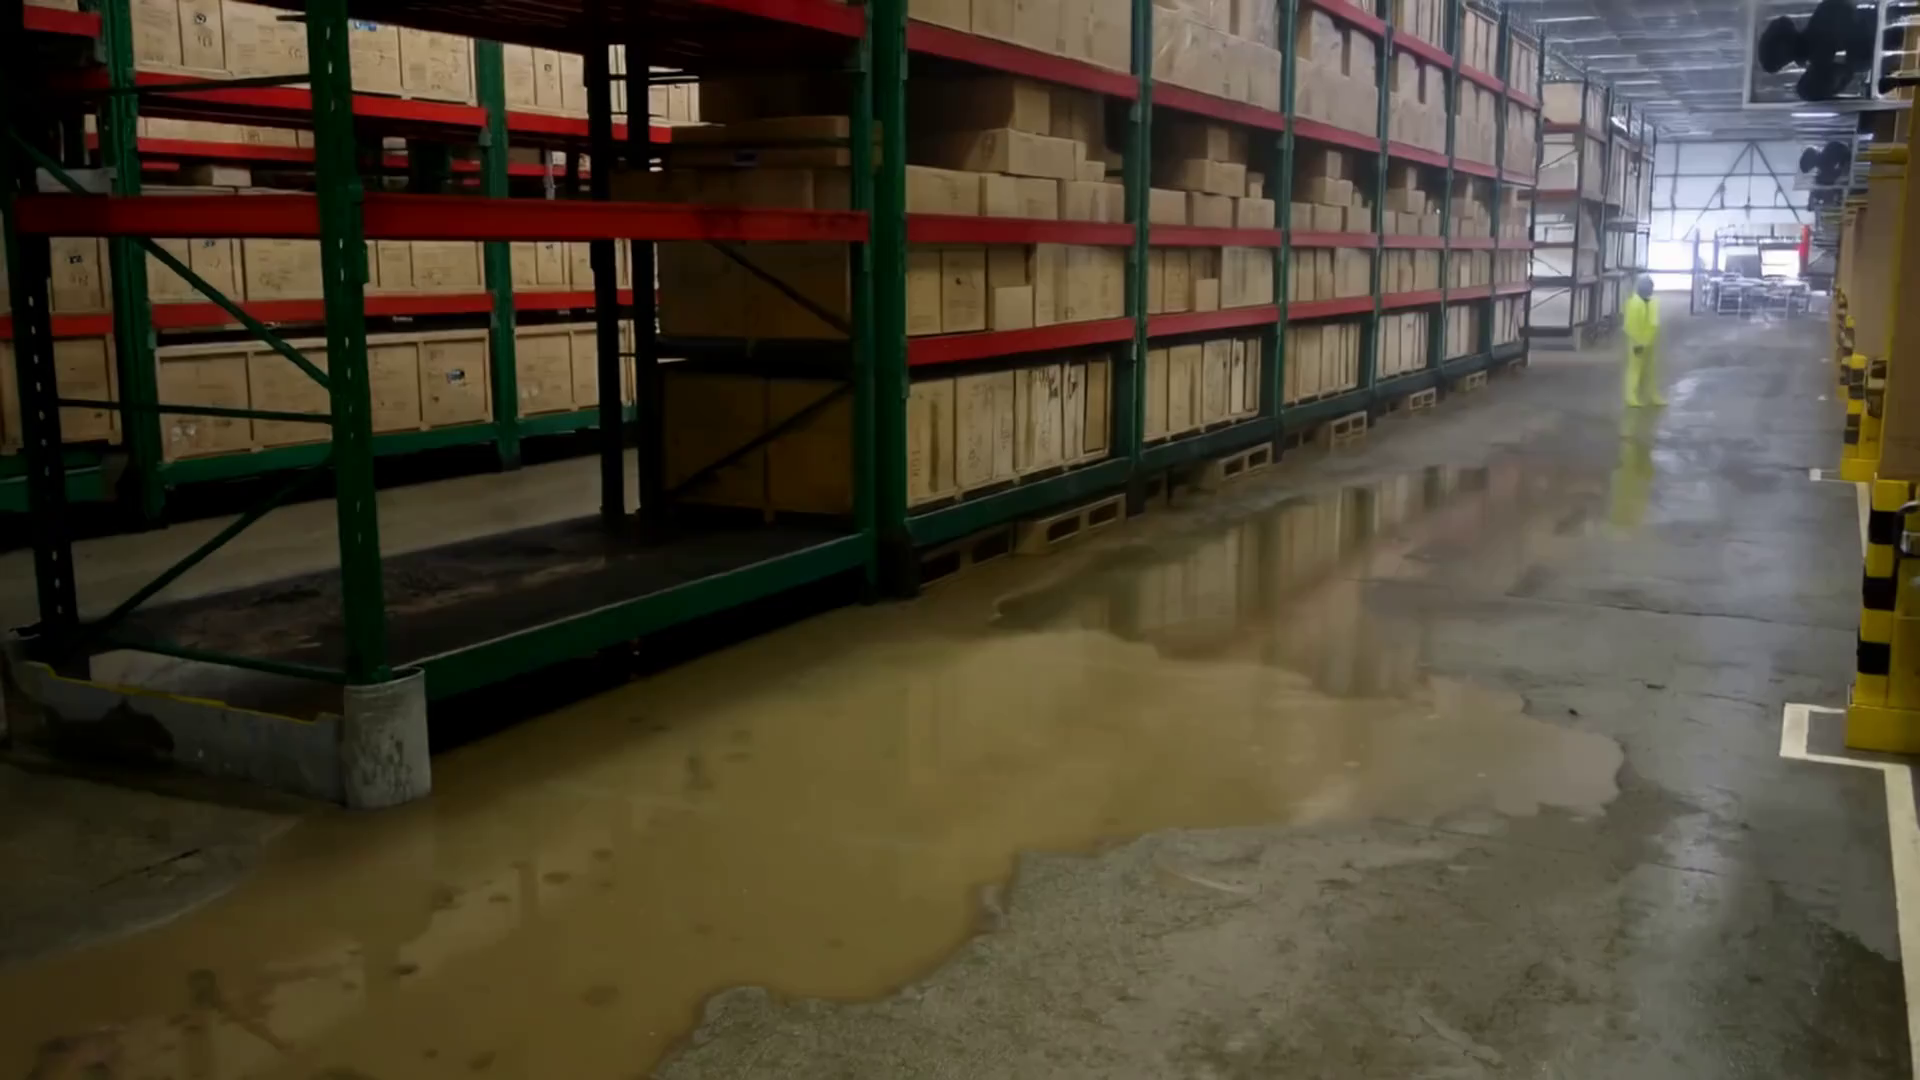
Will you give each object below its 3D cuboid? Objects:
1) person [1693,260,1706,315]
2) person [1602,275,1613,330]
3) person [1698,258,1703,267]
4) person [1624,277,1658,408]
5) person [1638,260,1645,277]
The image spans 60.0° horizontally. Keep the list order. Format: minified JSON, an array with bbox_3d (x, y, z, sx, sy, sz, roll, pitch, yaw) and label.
[{"bbox_3d":[25.876,-8.836,58.224,0.352,1.937,0.635,5,11,27],"label":"person"},{"bbox_3d":[18.298,-6.727,46.879,0.310,1.638,0.522,5,11,27],"label":"person"},{"bbox_3d":[35.636,-12.625,80.163,0.373,1.934,0.551,5,11,27],"label":"person"},{"bbox_3d":[9.599,-2.783,23.461,0.429,1.841,0.633,5,11,27],"label":"person"},{"bbox_3d":[33.719,-12.974,82.186,0.356,1.936,0.635,5,11,27],"label":"person"}]
